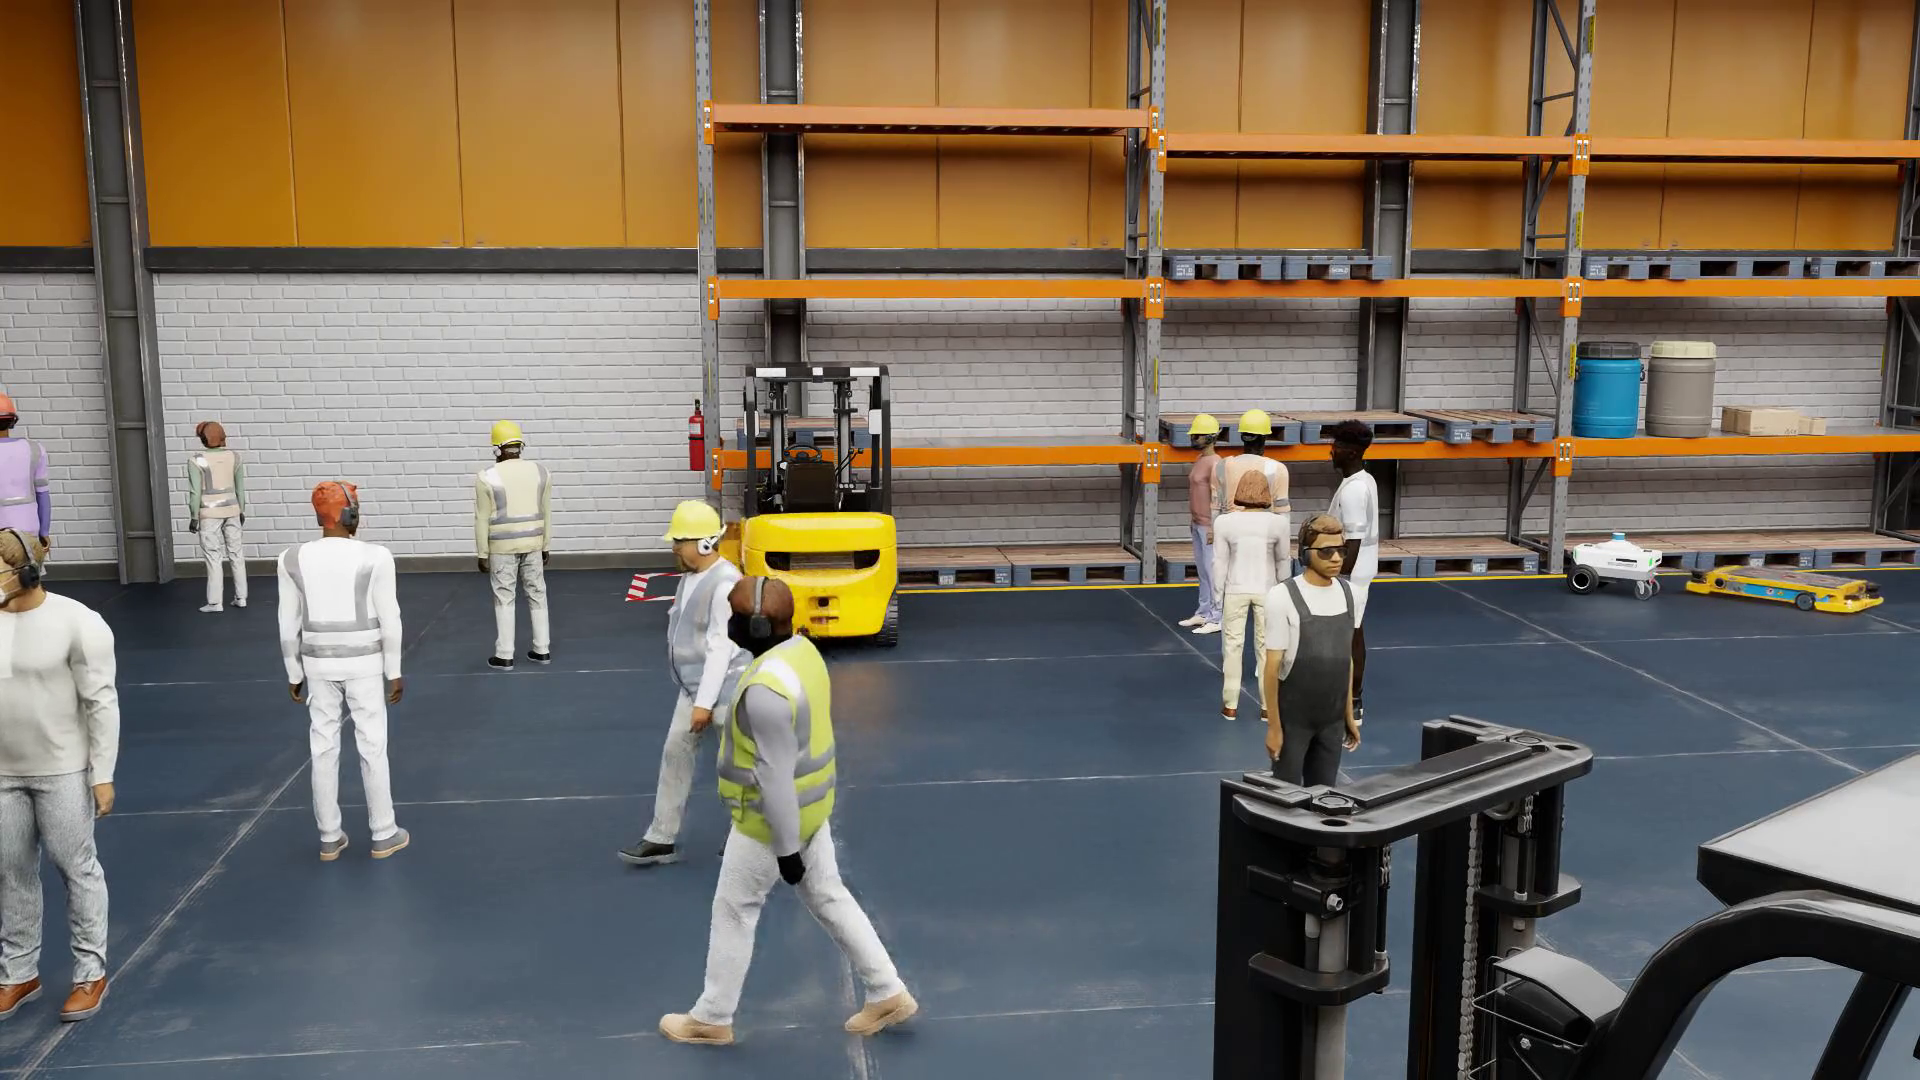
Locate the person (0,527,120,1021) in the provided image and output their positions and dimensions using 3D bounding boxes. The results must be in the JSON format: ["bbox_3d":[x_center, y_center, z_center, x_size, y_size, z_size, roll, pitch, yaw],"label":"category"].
[{"bbox_3d":[-3.564,0.901,6.422,0.629,1.937,0.379,0,9,1],"label":"person"}]

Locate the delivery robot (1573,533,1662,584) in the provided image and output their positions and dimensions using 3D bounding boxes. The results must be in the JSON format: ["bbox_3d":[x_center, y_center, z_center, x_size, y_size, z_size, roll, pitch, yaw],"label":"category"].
[{"bbox_3d":[5.906,0.178,14.940,0.707,0.478,0.477,7,11,36],"label":"delivery robot"}]

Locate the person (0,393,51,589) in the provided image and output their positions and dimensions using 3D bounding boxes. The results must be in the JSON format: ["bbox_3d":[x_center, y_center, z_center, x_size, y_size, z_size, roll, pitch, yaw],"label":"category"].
[{"bbox_3d":[-6.911,-0.058,12.062,0.364,2.048,0.607,6,11,34],"label":"person"}]

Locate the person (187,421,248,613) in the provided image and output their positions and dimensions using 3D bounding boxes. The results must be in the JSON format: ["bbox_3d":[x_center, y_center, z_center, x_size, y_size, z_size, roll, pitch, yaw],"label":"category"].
[{"bbox_3d":[-6.328,-0.194,14.188,0.306,1.637,0.523,6,11,31],"label":"person"}]

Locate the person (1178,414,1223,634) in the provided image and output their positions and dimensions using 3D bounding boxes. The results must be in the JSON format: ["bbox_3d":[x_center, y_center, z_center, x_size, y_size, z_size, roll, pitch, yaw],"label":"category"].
[{"bbox_3d":[1.961,-0.130,13.388,0.311,1.768,0.532,-2,9,-10],"label":"person"}]

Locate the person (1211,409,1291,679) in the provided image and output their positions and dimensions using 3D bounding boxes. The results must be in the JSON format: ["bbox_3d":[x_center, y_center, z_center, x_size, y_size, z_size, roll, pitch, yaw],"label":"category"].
[{"bbox_3d":[2.074,0.032,11.871,0.587,1.928,0.363,5,10,29],"label":"person"}]

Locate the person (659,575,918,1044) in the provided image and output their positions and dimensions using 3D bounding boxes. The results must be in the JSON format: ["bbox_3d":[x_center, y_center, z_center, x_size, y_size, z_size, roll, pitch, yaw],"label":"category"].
[{"bbox_3d":[-0.621,1.013,6.176,0.946,1.805,0.621,2,9,12],"label":"person"}]

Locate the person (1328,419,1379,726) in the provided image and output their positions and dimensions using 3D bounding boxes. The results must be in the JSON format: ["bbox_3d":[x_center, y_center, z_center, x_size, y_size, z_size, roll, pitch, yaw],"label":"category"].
[{"bbox_3d":[2.488,0.205,10.672,0.367,1.966,0.607,3,10,18],"label":"person"}]

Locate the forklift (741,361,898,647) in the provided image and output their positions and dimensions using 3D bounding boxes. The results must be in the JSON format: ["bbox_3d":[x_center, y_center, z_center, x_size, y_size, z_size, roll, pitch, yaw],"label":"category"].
[{"bbox_3d":[-1.154,-0.340,13.365,1.214,2.155,2.313,-1,9,-7],"label":"forklift"}]

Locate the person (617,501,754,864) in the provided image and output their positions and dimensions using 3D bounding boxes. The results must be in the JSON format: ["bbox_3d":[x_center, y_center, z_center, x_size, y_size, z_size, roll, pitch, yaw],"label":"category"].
[{"bbox_3d":[-1.289,0.713,8.002,0.834,1.792,0.614,-6,11,-32],"label":"person"}]

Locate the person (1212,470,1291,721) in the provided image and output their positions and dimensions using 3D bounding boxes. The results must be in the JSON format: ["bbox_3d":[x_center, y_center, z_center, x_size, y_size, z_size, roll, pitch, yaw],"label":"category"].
[{"bbox_3d":[1.878,0.361,10.737,0.500,1.633,0.283,2,9,11],"label":"person"}]

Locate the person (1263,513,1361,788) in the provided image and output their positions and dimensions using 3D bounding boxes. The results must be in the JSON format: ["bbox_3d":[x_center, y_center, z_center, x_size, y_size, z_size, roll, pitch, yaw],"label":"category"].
[{"bbox_3d":[1.562,0.793,7.377,0.507,1.846,0.351,-5,10,-27],"label":"person"}]

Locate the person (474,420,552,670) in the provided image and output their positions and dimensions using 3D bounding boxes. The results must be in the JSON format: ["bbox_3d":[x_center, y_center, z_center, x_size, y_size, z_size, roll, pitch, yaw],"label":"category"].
[{"bbox_3d":[-3.270,0.037,12.188,0.591,1.823,0.404,-8,12,-40],"label":"person"}]

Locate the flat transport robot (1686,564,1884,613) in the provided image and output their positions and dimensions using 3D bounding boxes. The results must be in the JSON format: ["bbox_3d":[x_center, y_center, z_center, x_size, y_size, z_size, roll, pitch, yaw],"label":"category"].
[{"bbox_3d":[7.261,0.410,14.668,0.652,0.197,1.431,-8,12,-40],"label":"flat transport robot"}]

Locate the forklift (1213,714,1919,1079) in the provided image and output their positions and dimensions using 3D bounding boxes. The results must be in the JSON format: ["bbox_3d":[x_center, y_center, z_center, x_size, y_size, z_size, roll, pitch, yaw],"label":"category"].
[{"bbox_3d":[1.441,1.425,2.350,1.214,2.155,2.313,-7,12,-39],"label":"forklift"}]

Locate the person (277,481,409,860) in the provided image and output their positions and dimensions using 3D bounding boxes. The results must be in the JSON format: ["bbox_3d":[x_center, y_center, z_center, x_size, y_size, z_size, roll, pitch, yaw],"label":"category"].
[{"bbox_3d":[-3.029,0.645,8.189,0.575,1.882,0.361,0,9,-2],"label":"person"}]
